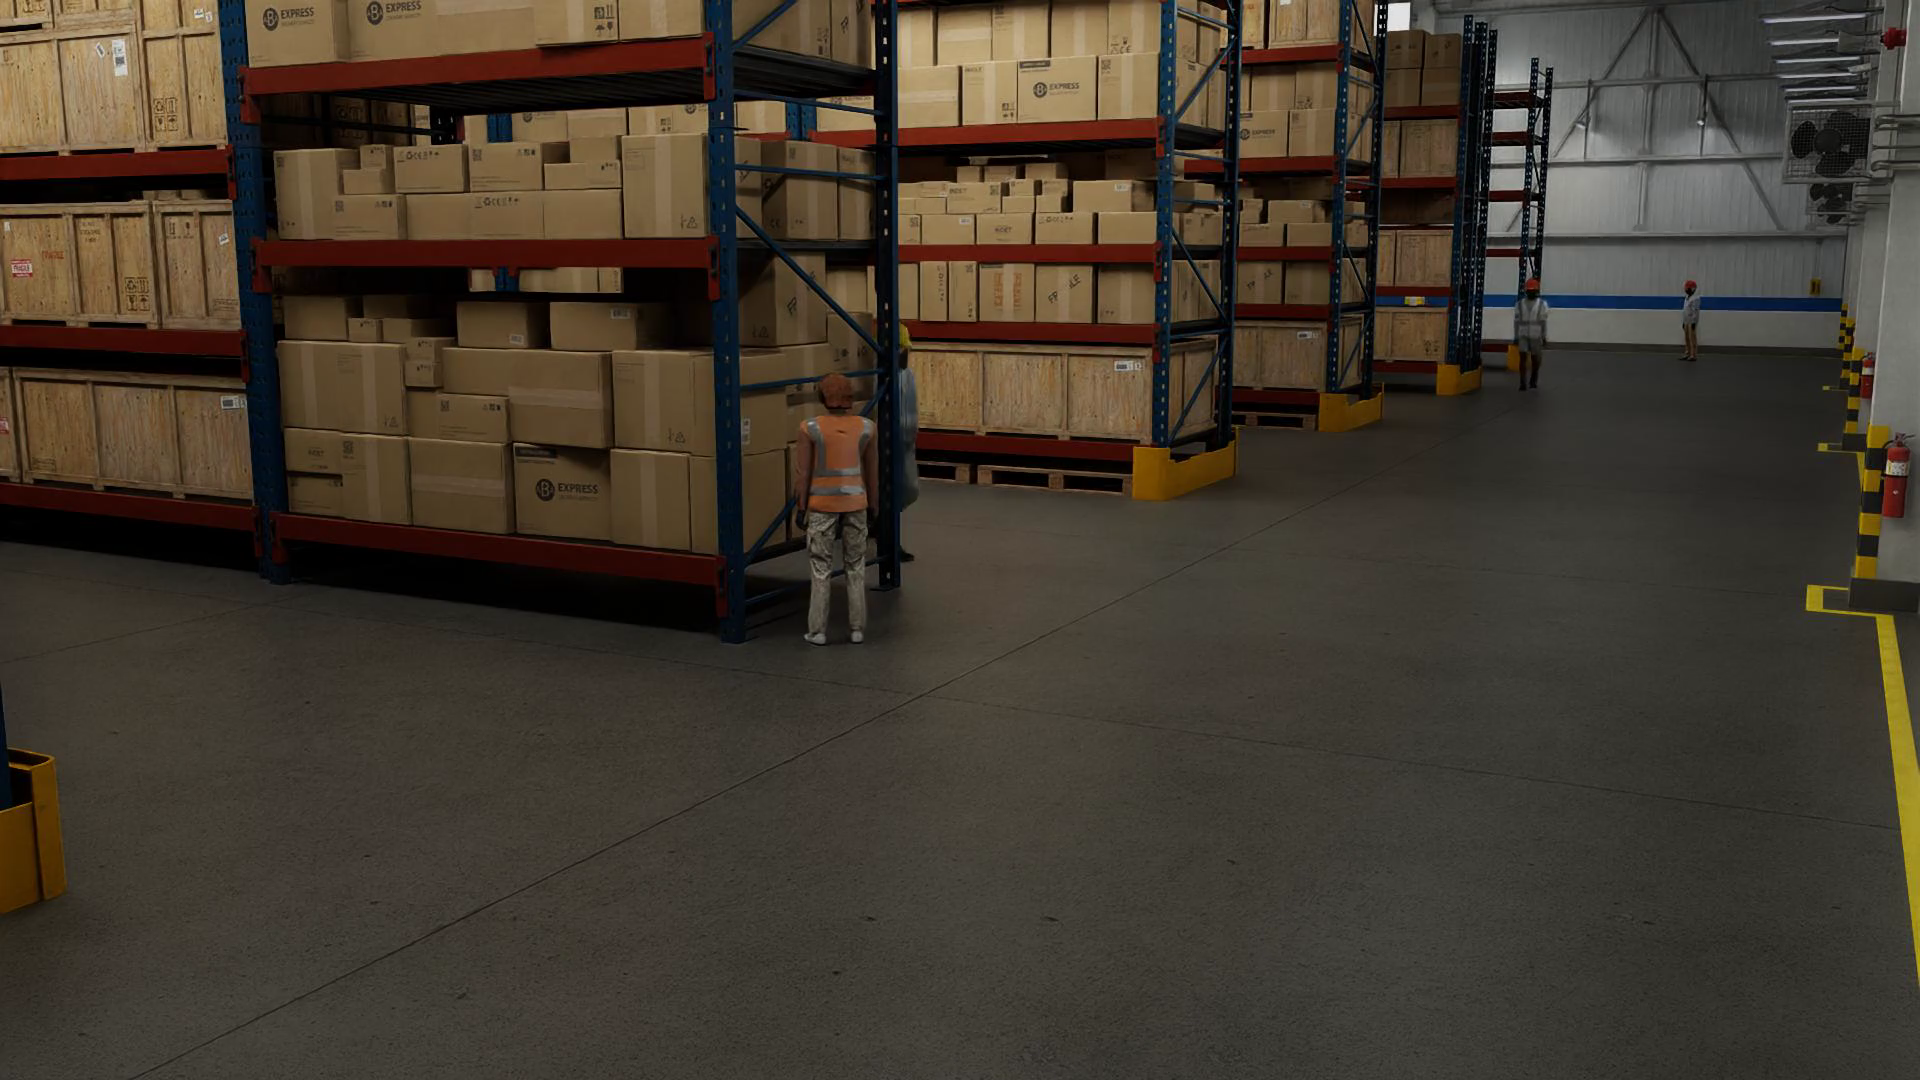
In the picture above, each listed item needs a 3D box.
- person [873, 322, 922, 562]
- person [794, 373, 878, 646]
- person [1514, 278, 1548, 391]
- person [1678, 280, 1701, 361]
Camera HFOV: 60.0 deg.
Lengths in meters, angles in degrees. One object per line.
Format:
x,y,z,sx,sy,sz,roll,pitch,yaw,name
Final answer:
-0.547,-0.743,12.642,0.505,1.815,0.601,8,13,39,person
-0.727,-0.179,9.896,0.521,1.630,0.321,-4,11,-21,person
9.752,-3.519,28.433,0.551,1.910,0.845,5,11,25,person
15.733,-4.724,35.889,0.361,1.742,0.563,0,10,0,person
